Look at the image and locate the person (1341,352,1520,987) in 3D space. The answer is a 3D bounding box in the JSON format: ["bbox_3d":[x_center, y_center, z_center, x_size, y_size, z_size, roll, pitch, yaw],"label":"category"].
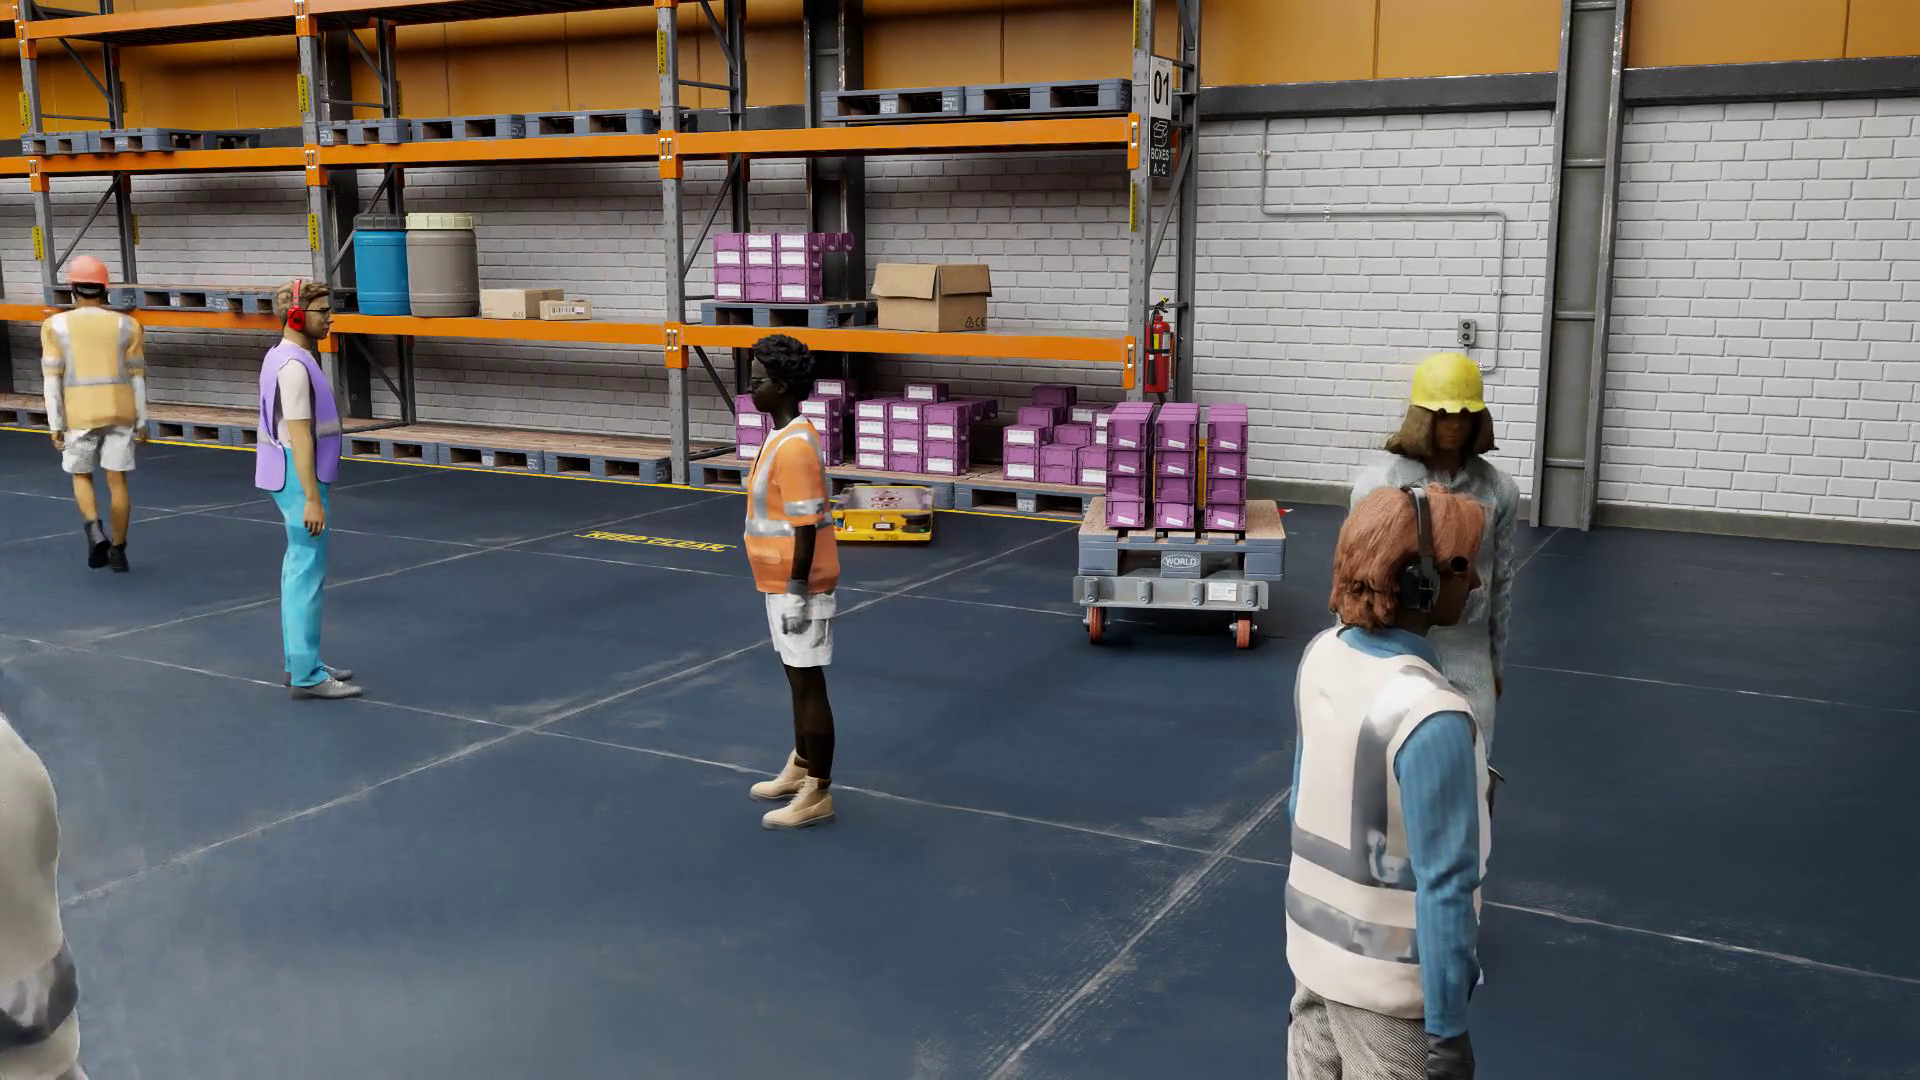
[{"bbox_3d":[1.307,0.315,4.737,0.491,1.721,0.737,-1,10,-5],"label":"person"}]

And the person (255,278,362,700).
[{"bbox_3d":[-2.898,-0.220,7.315,0.372,1.843,0.571,-5,11,-24],"label":"person"}]

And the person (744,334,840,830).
[{"bbox_3d":[-0.578,0.144,5.725,0.322,1.697,0.535,-2,11,-11],"label":"person"}]

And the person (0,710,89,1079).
[{"bbox_3d":[-1.163,0.746,1.638,0.632,1.981,1.074,7,12,32],"label":"person"}]

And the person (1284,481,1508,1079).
[{"bbox_3d":[0.688,0.719,2.731,0.308,1.639,0.523,-2,11,-11],"label":"person"}]

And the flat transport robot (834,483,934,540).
[{"bbox_3d":[-0.519,-0.204,11.547,0.652,0.197,1.431,0,10,0],"label":"flat transport robot"}]

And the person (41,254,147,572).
[{"bbox_3d":[-5.153,-0.739,9.955,0.554,1.925,0.537,-6,12,-31],"label":"person"}]
